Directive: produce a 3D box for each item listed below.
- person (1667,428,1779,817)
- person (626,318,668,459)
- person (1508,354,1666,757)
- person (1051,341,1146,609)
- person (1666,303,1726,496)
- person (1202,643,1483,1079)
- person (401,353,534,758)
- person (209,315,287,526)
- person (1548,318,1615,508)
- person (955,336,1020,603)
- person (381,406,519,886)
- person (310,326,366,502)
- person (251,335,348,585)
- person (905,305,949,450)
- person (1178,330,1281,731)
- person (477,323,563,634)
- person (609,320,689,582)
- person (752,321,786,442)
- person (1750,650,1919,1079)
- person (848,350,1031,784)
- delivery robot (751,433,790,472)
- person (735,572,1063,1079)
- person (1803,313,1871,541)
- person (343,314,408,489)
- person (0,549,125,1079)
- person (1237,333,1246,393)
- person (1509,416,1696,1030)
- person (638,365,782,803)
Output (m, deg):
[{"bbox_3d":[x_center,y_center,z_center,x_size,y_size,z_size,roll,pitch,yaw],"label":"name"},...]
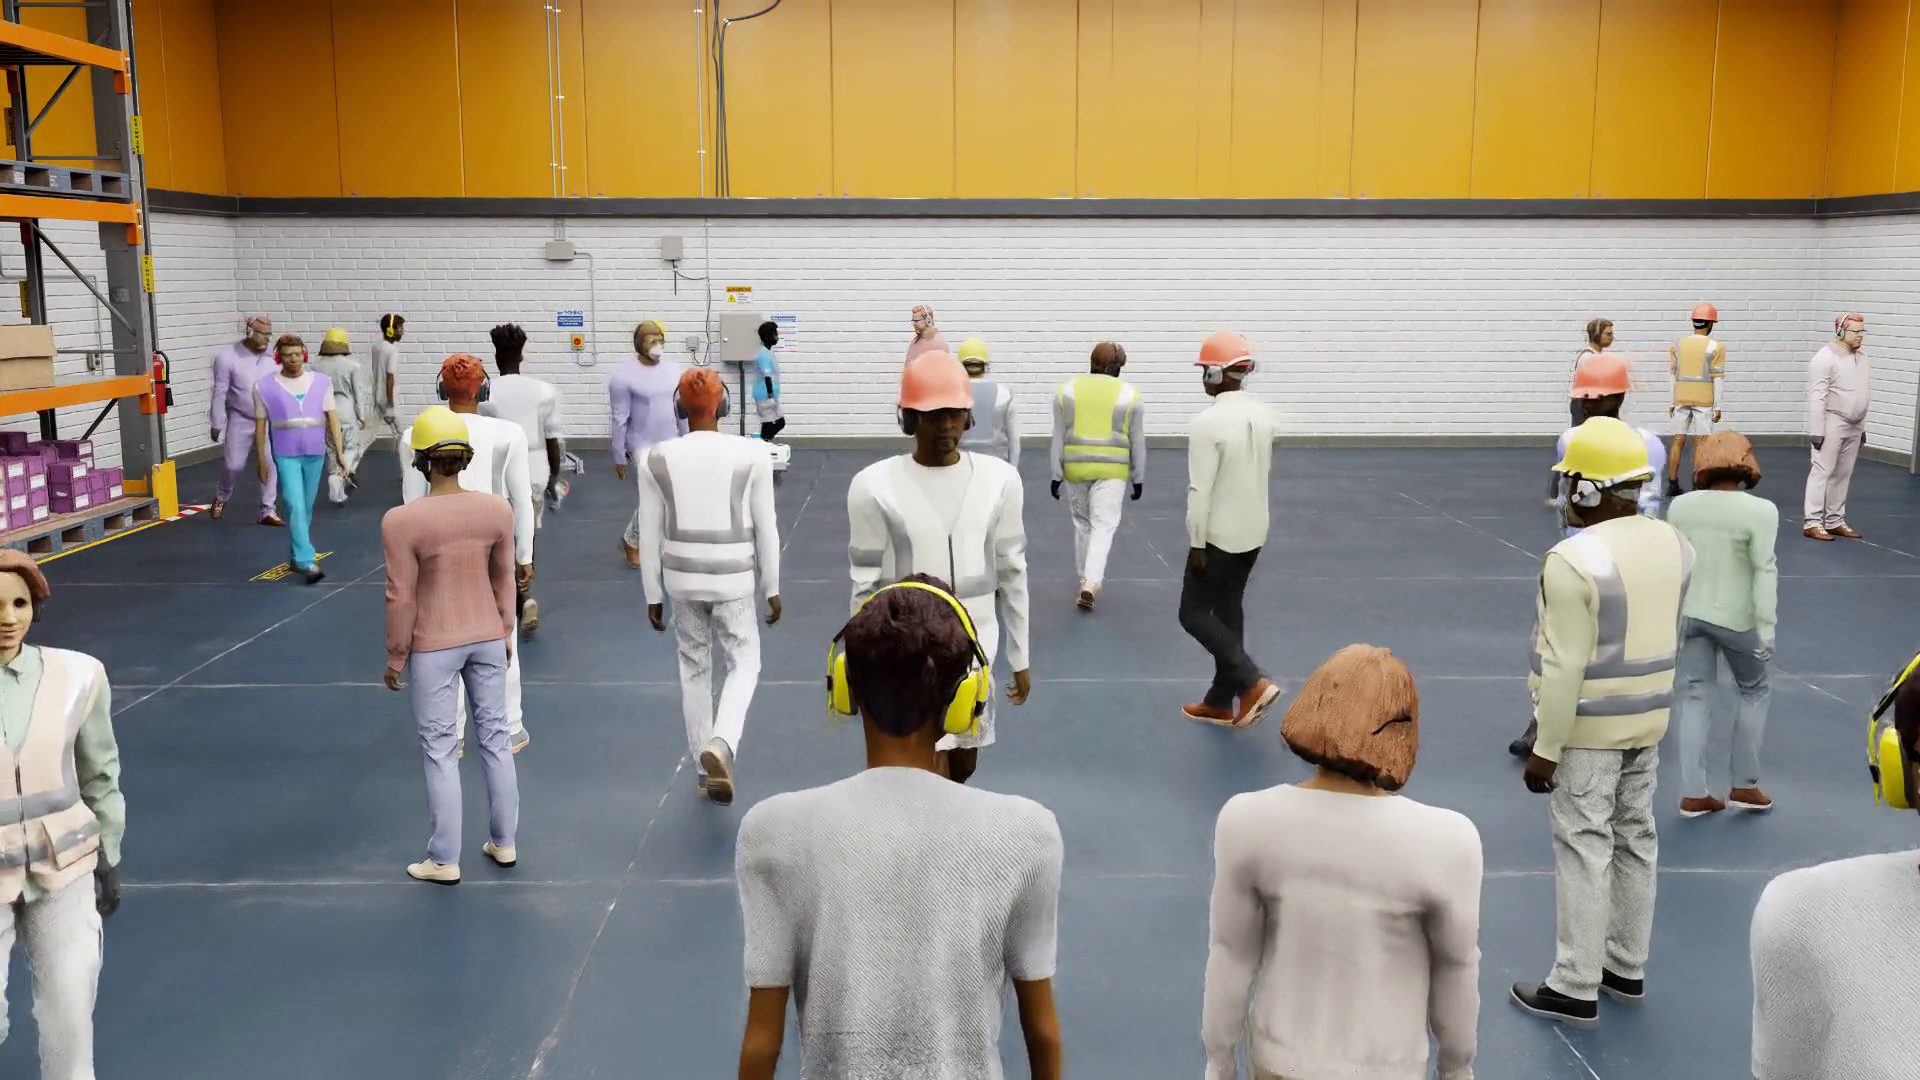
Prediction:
[{"bbox_3d":[3.205,0.342,6.916,0.561,1.608,0.541,-6,11,-32],"label":"person"},{"bbox_3d":[-3.452,-1.589,18.408,0.516,1.725,0.565,-2,9,-11],"label":"person"},{"bbox_3d":[2.999,0.076,7.753,0.971,1.891,0.548,-8,12,-39],"label":"person"},{"bbox_3d":[0.924,-0.446,11.228,0.640,1.794,0.919,3,10,15],"label":"person"},{"bbox_3d":[7.294,-1.372,16.470,0.382,1.932,0.541,-9,13,-42],"label":"person"},{"bbox_3d":[0.663,0.984,3.045,0.490,1.593,0.783,6,11,33],"label":"person"},{"bbox_3d":[-2.264,0.080,7.713,0.576,1.881,0.354,-2,10,-14],"label":"person"},{"bbox_3d":[-6.320,-1.055,14.735,0.733,1.869,0.684,9,13,44],"label":"person"},{"bbox_3d":[5.983,-1.154,15.504,0.955,1.799,0.543,6,11,33],"label":"person"},{"bbox_3d":[0.108,-0.485,11.381,0.601,1.830,0.458,0,9,-2],"label":"person"},{"bbox_3d":[-1.882,0.390,6.161,0.312,1.769,0.522,9,13,43],"label":"person"},{"bbox_3d":[-5.983,-1.186,15.957,0.488,1.712,0.673,-1,9,-4],"label":"person"},{"bbox_3d":[-4.796,-0.591,12.101,0.568,1.791,0.954,-8,12,-42],"label":"person"},{"bbox_3d":[-0.373,-1.447,17.016,0.409,1.903,0.639,-5,11,-28],"label":"person"},{"bbox_3d":[1.336,-0.026,8.071,0.620,1.973,0.584,-8,12,-41],"label":"person"},{"bbox_3d":[-2.780,-0.388,10.418,0.609,1.940,0.876,-6,11,-30],"label":"person"},{"bbox_3d":[-2.302,-0.665,12.215,0.940,1.908,0.629,9,13,42],"label":"person"},{"bbox_3d":[-2.135,-1.594,18.569,0.364,1.684,0.540,0,9,1],"label":"person"},{"bbox_3d":[1.255,1.003,2.136,0.529,1.852,0.560,3,10,18],"label":"person"},{"bbox_3d":[-0.085,0.348,5.689,0.618,2.011,0.957,-3,10,-18],"label":"person"},{"bbox_3d":[-2.130,-0.879,17.358,0.707,0.478,0.477,-2,9,-10],"label":"delivery robot"},{"bbox_3d":[-0.088,0.964,2.533,0.505,1.822,1.002,1,9,3],"label":"person"},{"bbox_3d":[7.372,-0.941,13.925,0.647,1.903,0.402,-5,11,-29],"label":"person"},{"bbox_3d":[-6.013,-1.431,17.211,0.584,1.822,0.955,9,13,43],"label":"person"},{"bbox_3d":[-2.274,0.813,3.978,0.527,1.624,0.530,-9,13,-44],"label":"person"},{"bbox_3d":[2.711,-1.255,16.650,0.289,1.633,0.501,-2,9,-9],"label":"person"},{"bbox_3d":[1.909,0.546,4.998,0.590,1.835,0.404,-6,11,-32],"label":"person"},{"bbox_3d":[-1.055,0.206,6.982,0.596,1.869,0.638,0,9,2],"label":"person"}]
